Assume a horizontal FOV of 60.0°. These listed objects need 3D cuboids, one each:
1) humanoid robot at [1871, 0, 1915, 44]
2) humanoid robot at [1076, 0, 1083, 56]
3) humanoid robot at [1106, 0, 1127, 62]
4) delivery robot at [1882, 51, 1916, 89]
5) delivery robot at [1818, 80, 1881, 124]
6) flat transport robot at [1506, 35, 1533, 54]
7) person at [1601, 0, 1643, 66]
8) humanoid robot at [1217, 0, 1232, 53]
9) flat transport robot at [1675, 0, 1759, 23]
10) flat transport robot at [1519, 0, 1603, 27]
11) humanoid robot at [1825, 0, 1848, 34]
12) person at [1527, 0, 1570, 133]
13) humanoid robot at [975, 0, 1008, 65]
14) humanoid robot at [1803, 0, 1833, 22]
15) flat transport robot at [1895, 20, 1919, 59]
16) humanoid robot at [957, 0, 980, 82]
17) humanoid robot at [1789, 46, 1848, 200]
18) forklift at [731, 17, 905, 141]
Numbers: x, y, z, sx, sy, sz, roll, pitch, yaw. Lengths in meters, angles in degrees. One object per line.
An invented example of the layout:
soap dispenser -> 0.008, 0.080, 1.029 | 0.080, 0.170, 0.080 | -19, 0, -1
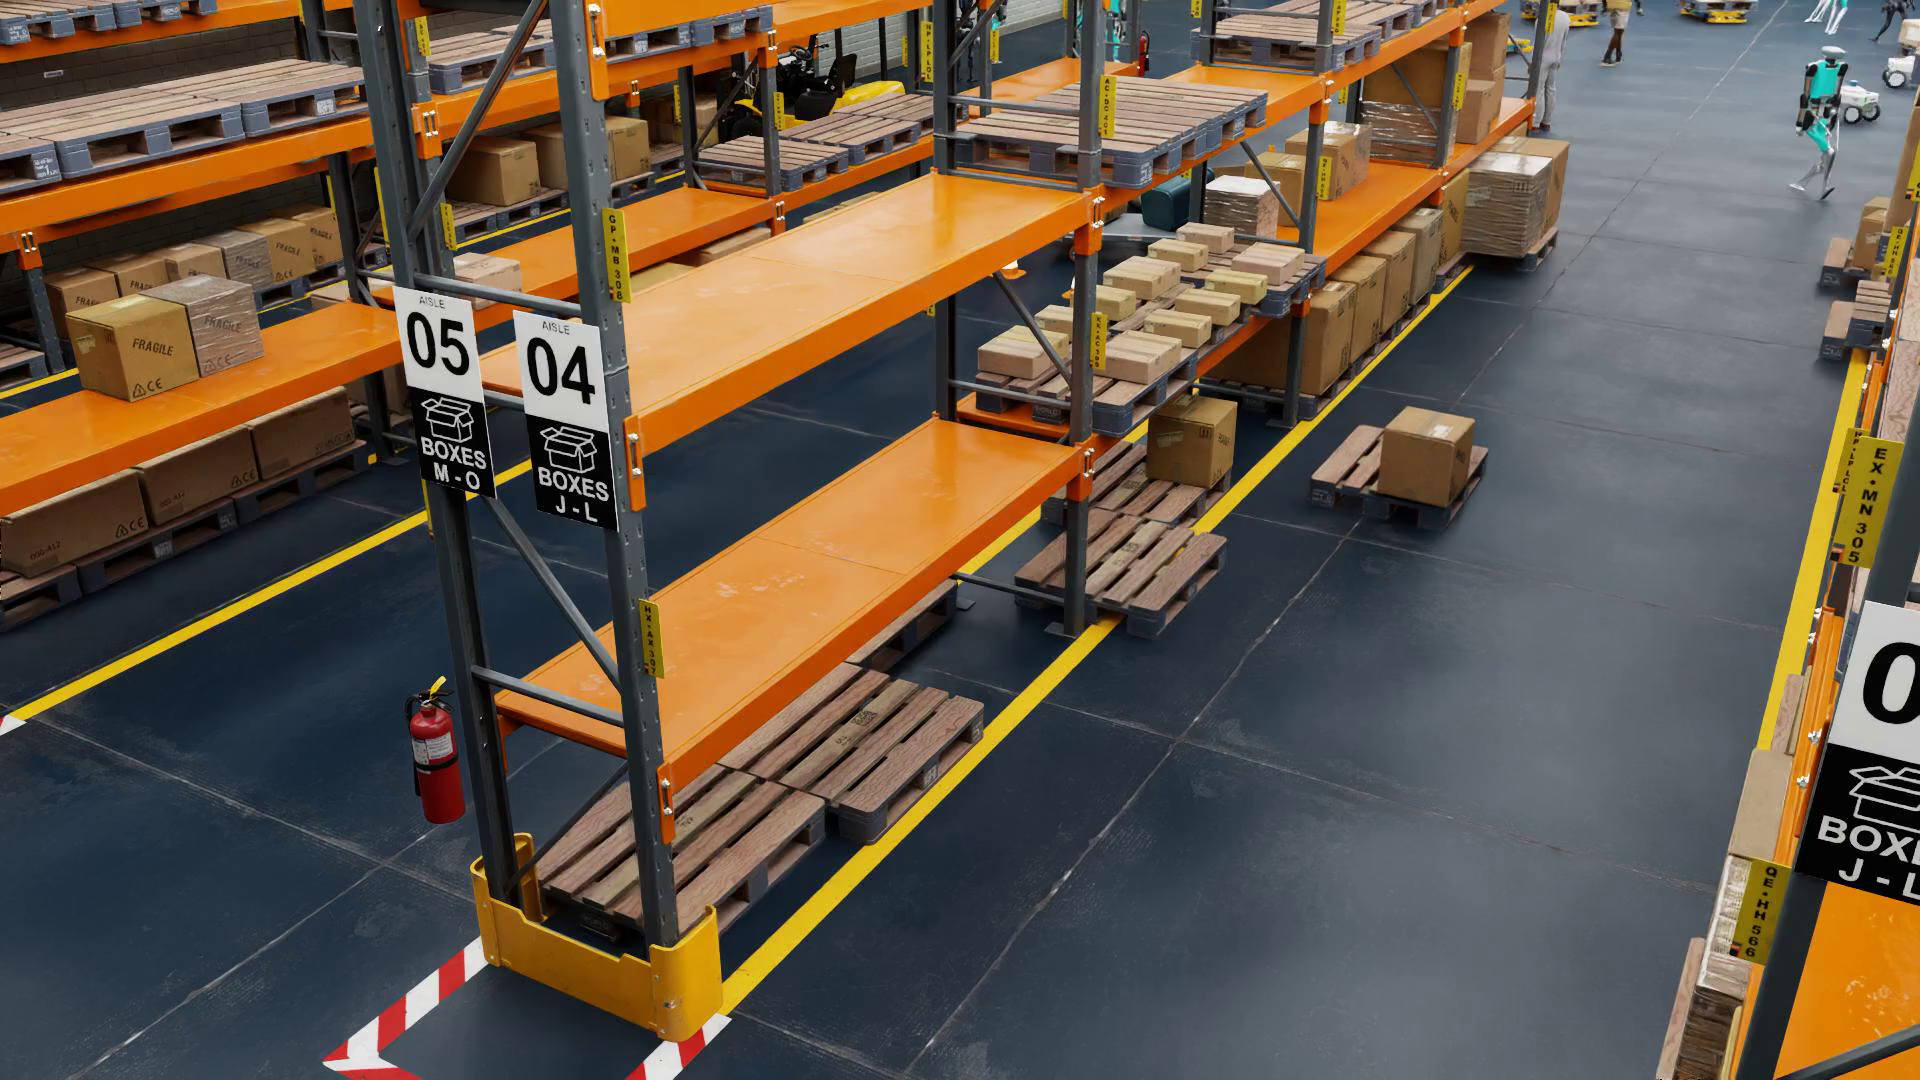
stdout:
humanoid robot -> 16.980, -9.777, 30.077 | 0.612, 1.625, 0.659 | -4, 26, -7
humanoid robot -> 2.111, -9.215, 28.926 | 0.705, 1.902, 0.542 | -13, 29, -25
humanoid robot -> 2.337, -7.994, 26.204 | 0.545, 1.747, 0.681 | 5, 26, 10
delivery robot -> 15.242, -7.521, 26.630 | 0.782, 0.586, 0.499 | 8, 27, 17
delivery robot -> 13.029, -6.413, 24.332 | 0.499, 0.589, 0.785 | -14, 29, -27
flat transport robot -> 9.487, -8.796, 29.619 | 1.431, 0.231, 0.659 | -13, 28, -24
person -> 11.241, -9.057, 28.224 | 0.570, 1.929, 0.651 | -16, 30, -29
humanoid robot -> 4.185, -8.090, 26.559 | 0.594, 1.646, 0.610 | -23, 34, -39
flat transport robot -> 15.029, -10.489, 33.138 | 0.659, 0.231, 1.431 | -2, 26, -4
flat transport robot -> 11.777, -10.295, 32.733 | 0.659, 0.231, 1.431 | -11, 28, -22
humanoid robot -> 16.571, -10.439, 31.332 | 0.802, 1.763, 0.541 | -15, 29, -28
person -> 8.229, -6.714, 23.372 | 0.634, 1.936, 0.352 | -15, 30, -29
humanoid robot -> 0.458, -8.788, 27.756 | 0.533, 1.677, 0.735 | 14, 29, 26
humanoid robot -> 16.842, -10.961, 32.356 | 0.726, 1.735, 0.532 | -3, 26, -6
flat transport robot -> 16.495, -7.962, 27.886 | 0.659, 0.231, 1.431 | -1, 26, -1
humanoid robot -> 0.080, -8.288, 26.928 | 0.599, 1.654, 0.315 | 14, 29, 26
humanoid robot -> 10.508, -4.987, 20.056 | 0.530, 1.780, 1.004 | -5, 26, -11
forklift -> -1.819, -5.975, 21.543 | 2.313, 2.155, 1.214 | 14, 29, 26
